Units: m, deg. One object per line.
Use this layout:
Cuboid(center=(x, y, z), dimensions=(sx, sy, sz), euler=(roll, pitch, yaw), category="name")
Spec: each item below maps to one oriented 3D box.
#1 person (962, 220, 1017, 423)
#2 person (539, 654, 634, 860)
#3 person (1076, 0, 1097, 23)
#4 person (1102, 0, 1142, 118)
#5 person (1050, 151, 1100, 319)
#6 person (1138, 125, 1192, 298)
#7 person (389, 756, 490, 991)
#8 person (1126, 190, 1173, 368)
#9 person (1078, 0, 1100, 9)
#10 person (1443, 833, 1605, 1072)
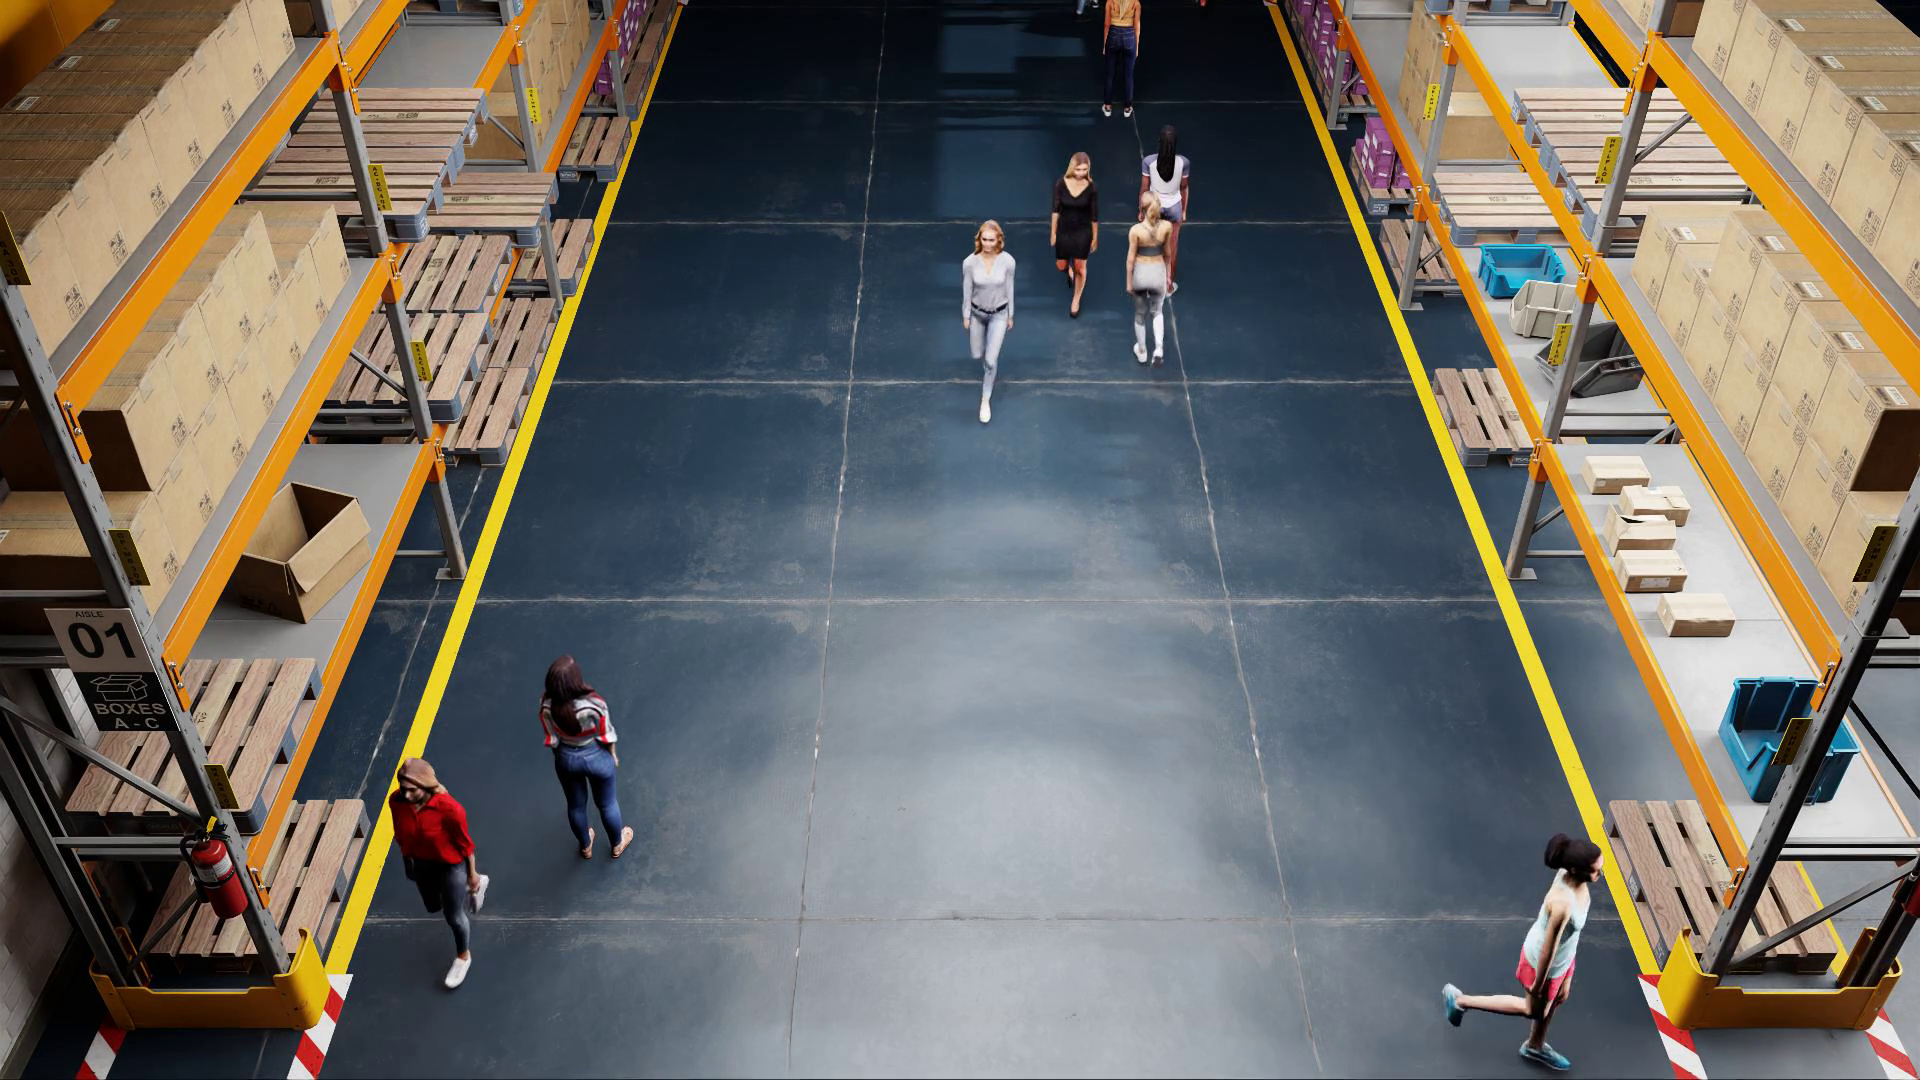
Cuboid(center=(0.247, -1.918, 14.100), dimensions=(0.670, 1.774, 1.024), euler=(3, 39, 4), category="person")
Cuboid(center=(-2.304, 1.334, 10.157), dimensions=(0.586, 1.614, 0.505), euler=(1, 39, 2), category="person")
Cuboid(center=(1.611, -7.189, 21.178), dimensions=(0.626, 1.178, 0.557), euler=(-12, 40, -15), category="person")
Cuboid(center=(1.826, -5.605, 18.836), dimensions=(0.583, 1.625, 0.545), euler=(5, 39, 6), category="person")
Cuboid(center=(1.067, -2.855, 15.364), dimensions=(0.675, 1.661, 0.782), euler=(6, 39, 7), category="person")
Cuboid(center=(1.897, -3.081, 15.598), dimensions=(0.603, 1.722, 0.549), euler=(1, 39, 1), category="person")
Cuboid(center=(-2.941, 1.799, 9.509), dimensions=(0.757, 1.695, 0.944), euler=(9, 40, 11), category="person")
Cuboid(center=(1.661, -2.226, 14.555), dimensions=(0.612, 1.687, 0.877), euler=(-2, 39, -3), category="person")
Cuboid(center=(1.672, -7.526, 21.573), dimensions=(0.577, 1.211, 0.581), euler=(11, 40, 13), category="person")
Cuboid(center=(3.091, 2.209, 8.951), dimensions=(0.938, 1.750, 1.008), euler=(19, 42, 22), category="person")
